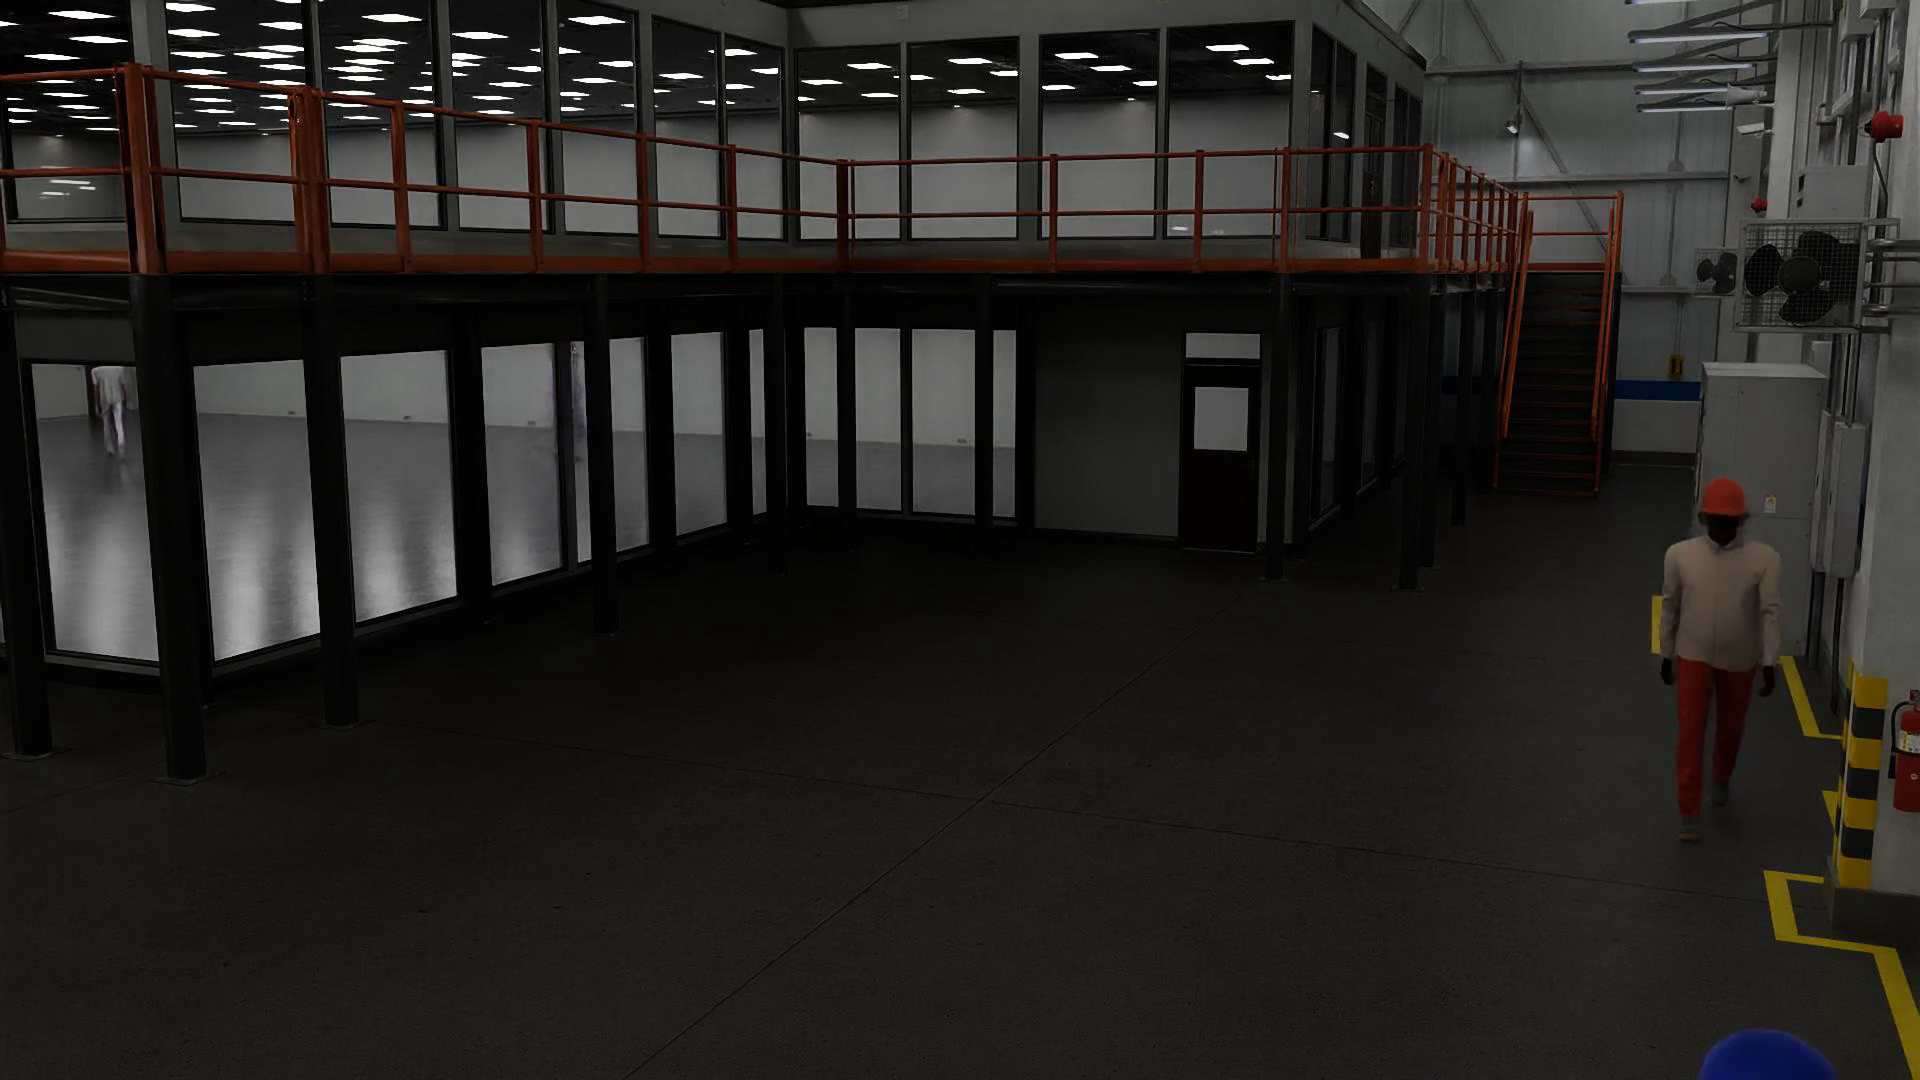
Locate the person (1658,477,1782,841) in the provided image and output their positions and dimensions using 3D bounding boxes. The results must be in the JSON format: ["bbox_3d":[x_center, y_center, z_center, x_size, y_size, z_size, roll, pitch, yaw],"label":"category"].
[{"bbox_3d":[4.174,0.610,9.172,0.604,1.961,0.978,4,10,22],"label":"person"}]

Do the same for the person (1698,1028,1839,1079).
[{"bbox_3d":[1.213,1.708,2.545,0.617,1.916,0.954,4,10,26],"label":"person"}]
